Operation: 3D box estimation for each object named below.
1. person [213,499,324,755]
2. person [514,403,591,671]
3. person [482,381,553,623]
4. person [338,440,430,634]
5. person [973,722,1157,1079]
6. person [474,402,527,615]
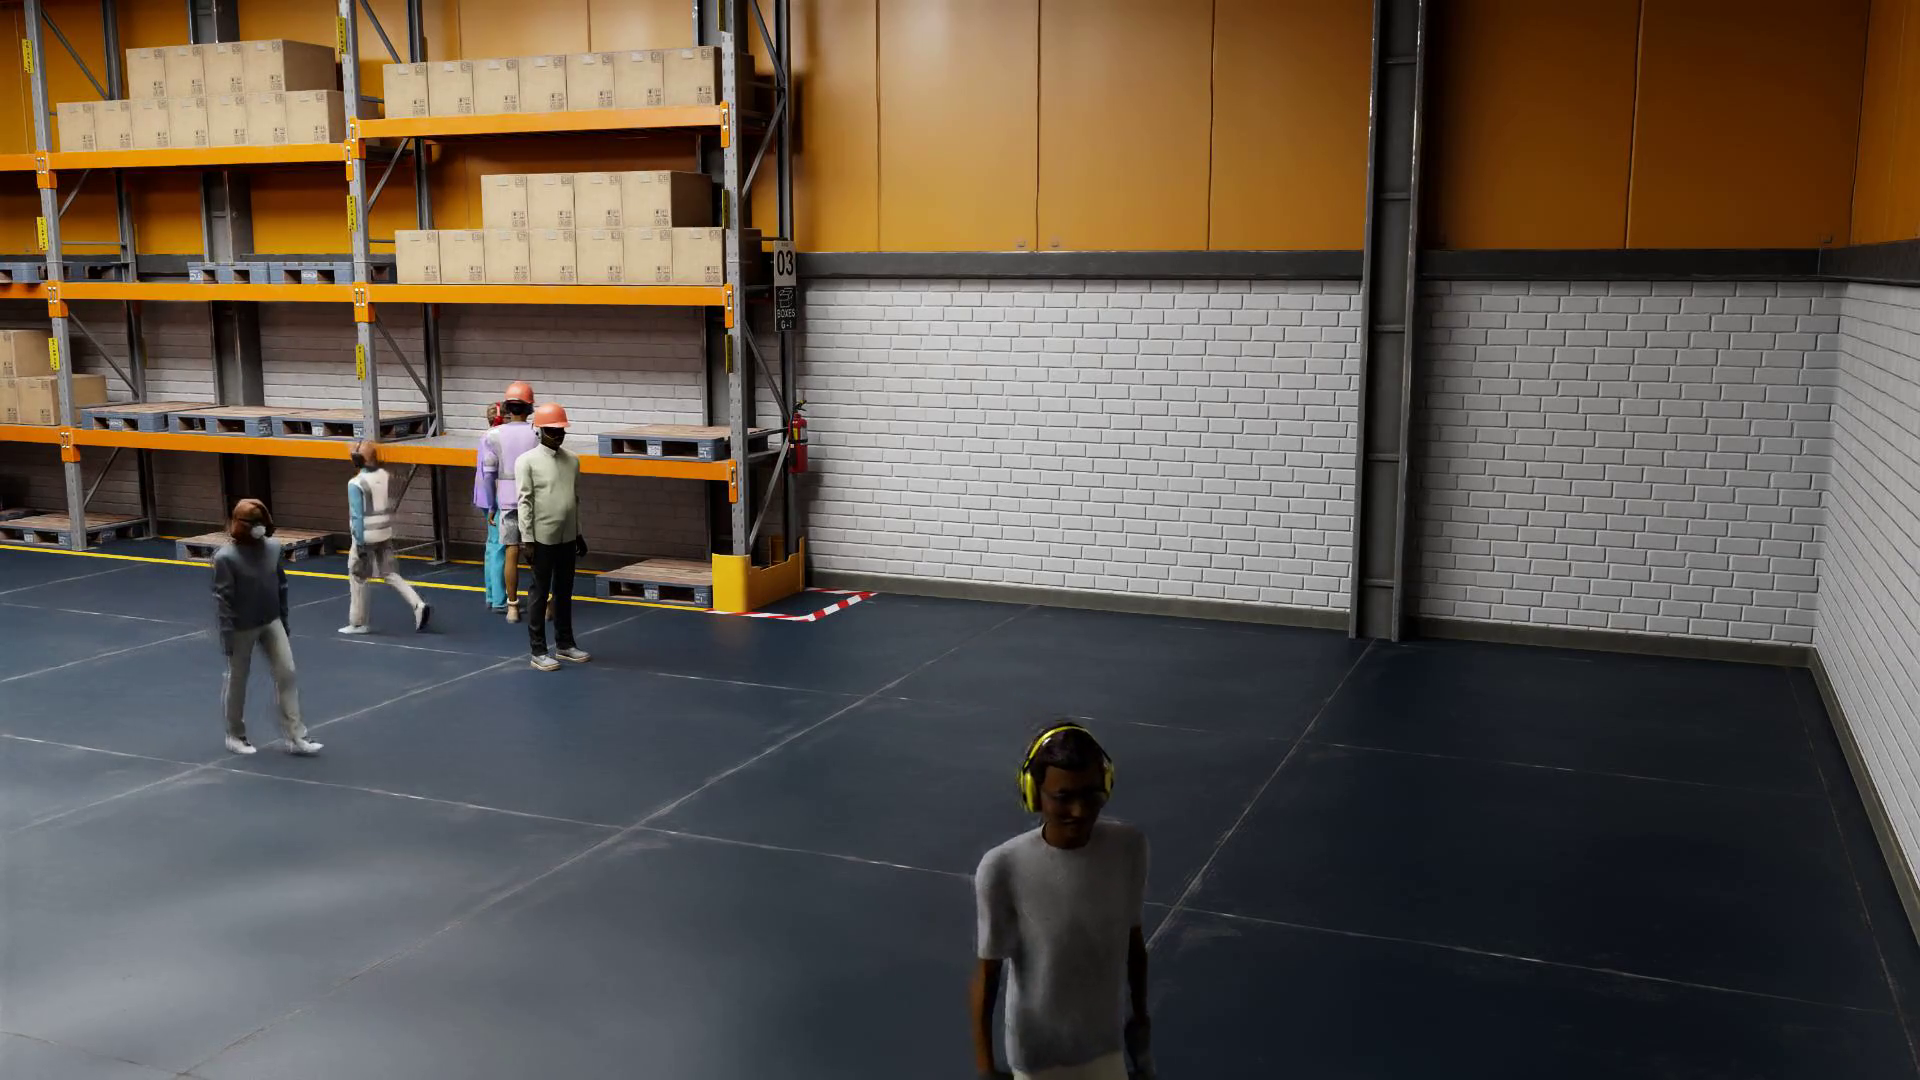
[{"bbox_3d":[-4.245,0.551,10.127,0.772,1.601,0.525,6,11,32],"label":"person"},{"bbox_3d":[-3.054,-0.034,12.486,0.375,1.995,0.611,6,11,31],"label":"person"},{"bbox_3d":[-3.693,-0.314,14.037,0.609,2.044,0.394,-1,9,-6],"label":"person"},{"bbox_3d":[-4.727,-0.016,13.530,0.699,1.612,0.521,3,10,18],"label":"person"},{"bbox_3d":[0.307,1.390,4.283,0.576,1.849,0.639,-3,10,-18],"label":"person"},{"bbox_3d":[-4.009,-0.277,14.409,0.373,1.843,0.572,-4,10,-25],"label":"person"}]
